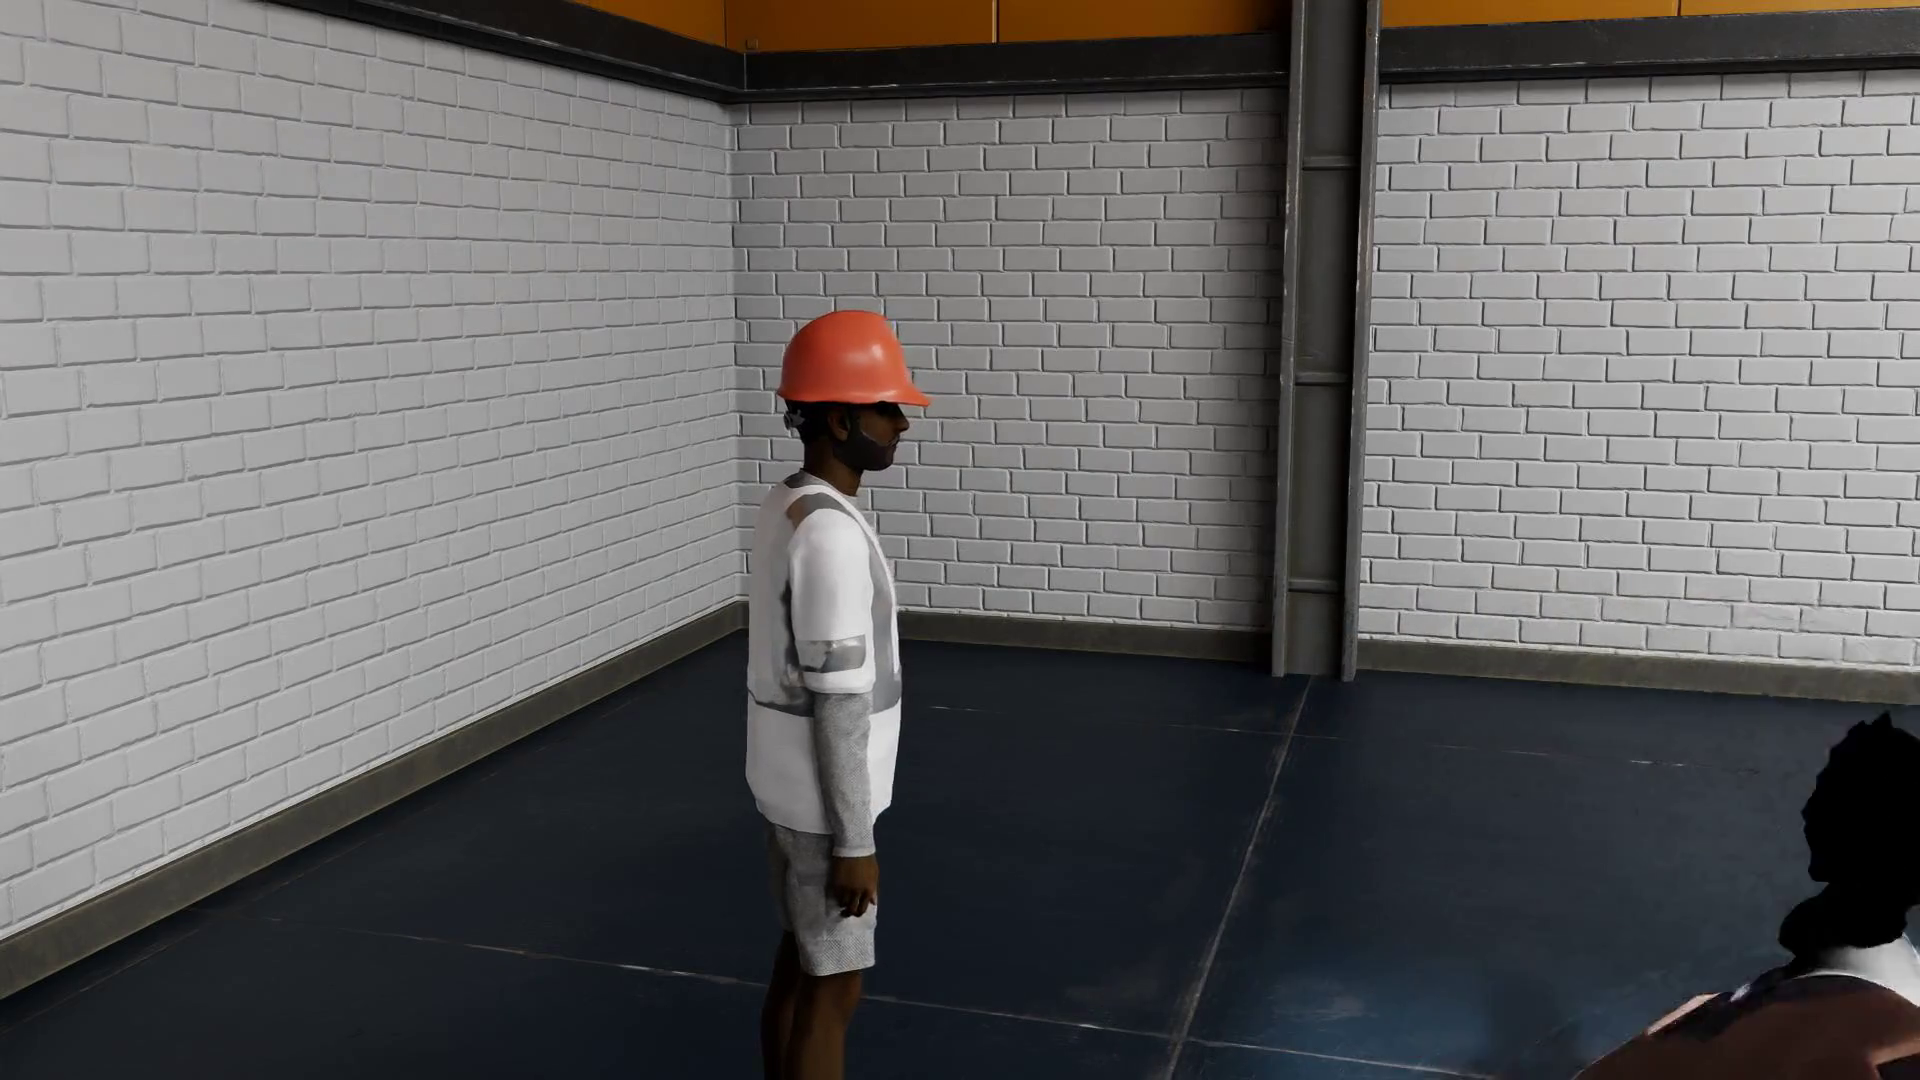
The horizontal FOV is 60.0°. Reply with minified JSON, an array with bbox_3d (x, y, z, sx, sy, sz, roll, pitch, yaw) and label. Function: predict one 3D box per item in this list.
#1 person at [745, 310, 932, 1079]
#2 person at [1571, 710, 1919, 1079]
[{"bbox_3d":[-0.245,0.506,3.405,0.379,1.937,0.548,-2,10,-14],"label":"person"},{"bbox_3d":[0.577,0.961,0.996,0.647,1.819,0.591,-6,11,-32],"label":"person"}]
